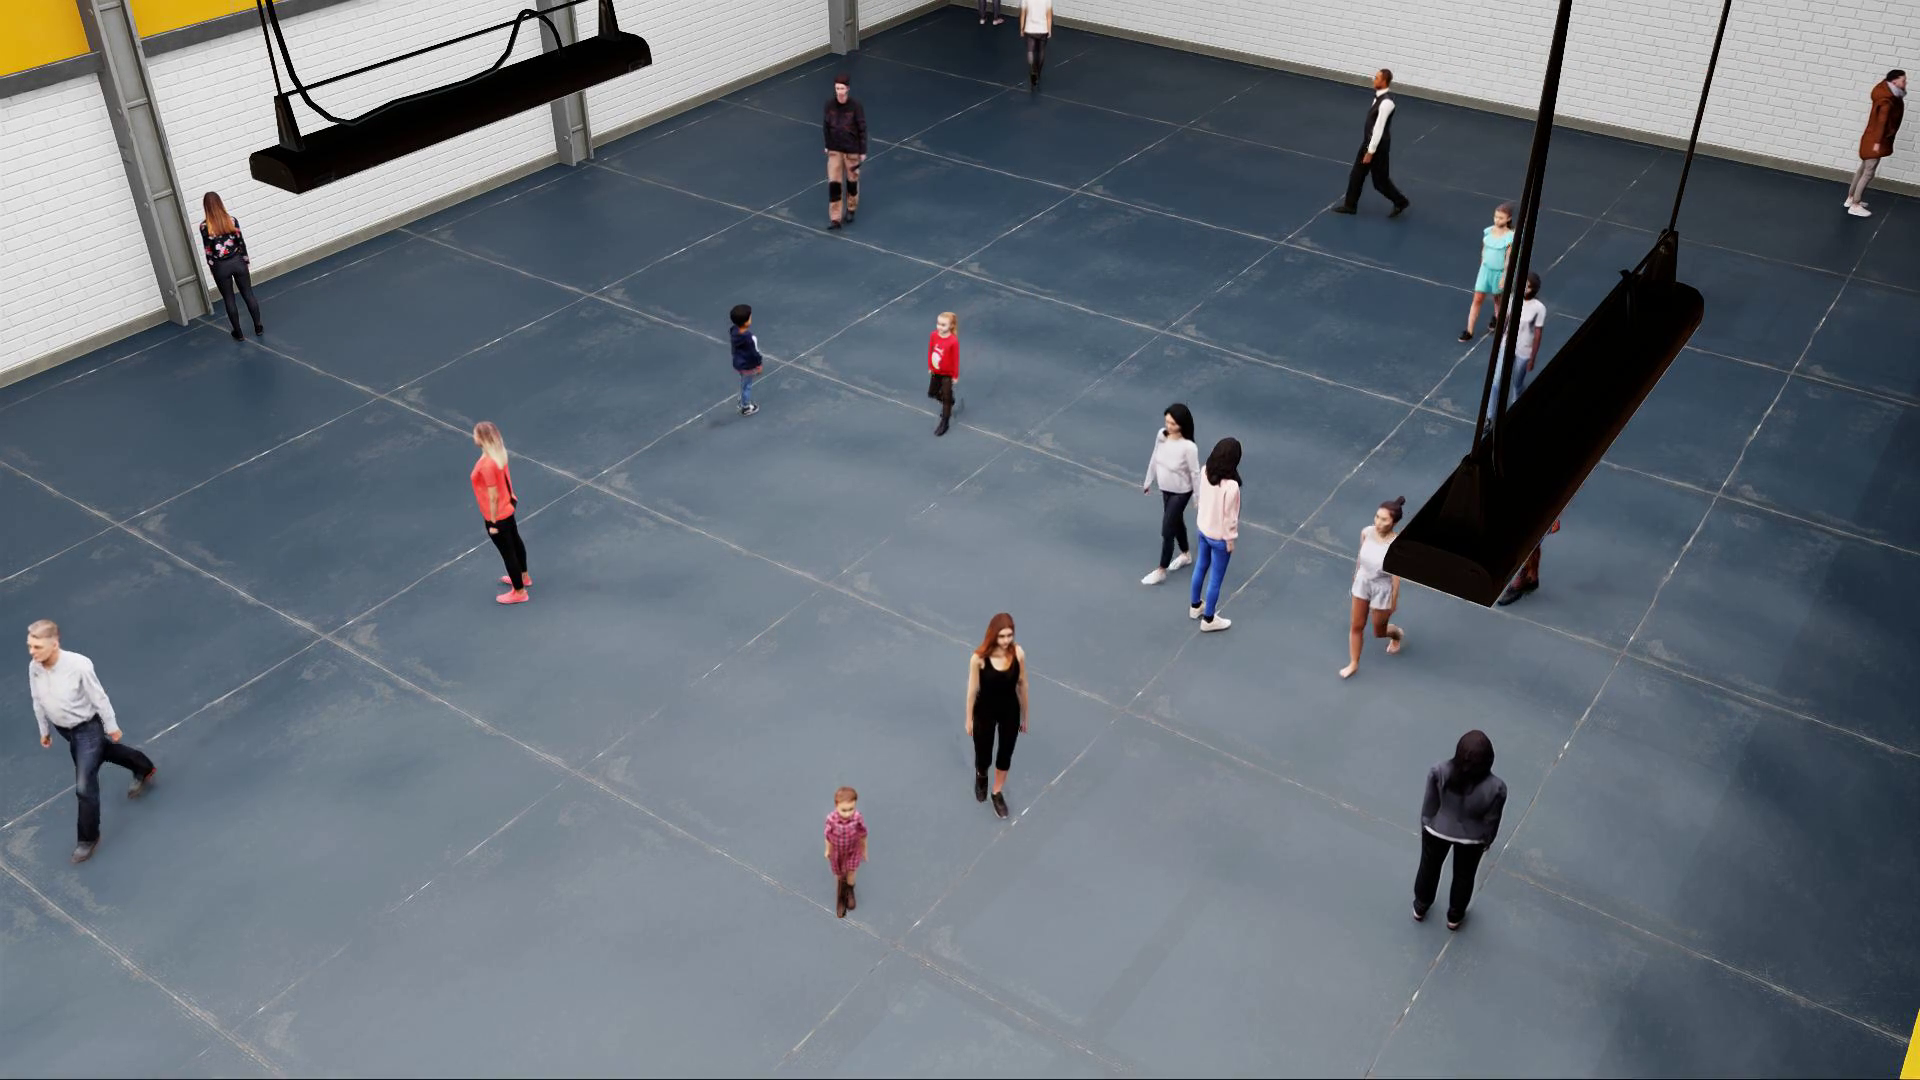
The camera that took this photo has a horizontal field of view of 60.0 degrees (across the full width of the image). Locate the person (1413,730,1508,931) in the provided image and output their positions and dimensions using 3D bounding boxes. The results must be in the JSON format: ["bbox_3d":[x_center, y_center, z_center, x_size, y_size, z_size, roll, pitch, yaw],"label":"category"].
[{"bbox_3d":[3.235,1.876,10.849,0.714,1.595,0.721,13,36,18],"label":"person"}]

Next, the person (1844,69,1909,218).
[{"bbox_3d":[11.585,-5.048,21.047,0.836,1.838,0.714,11,35,16],"label":"person"}]

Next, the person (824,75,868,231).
[{"bbox_3d":[-1.411,-4.870,20.725,1.025,1.899,1.198,4,34,6],"label":"person"}]

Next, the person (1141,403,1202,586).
[{"bbox_3d":[1.917,-0.458,14.291,0.956,1.673,0.809,-20,38,-27],"label":"person"}]

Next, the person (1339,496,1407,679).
[{"bbox_3d":[3.324,0.357,13.136,0.900,1.594,0.692,-25,41,-32],"label":"person"}]

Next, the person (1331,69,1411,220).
[{"bbox_3d":[5.298,-4.910,20.790,1.173,1.893,1.241,1,34,1],"label":"person"}]

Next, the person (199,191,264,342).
[{"bbox_3d":[-7.950,-2.988,18.088,0.561,1.683,0.703,-20,39,-28],"label":"person"}]

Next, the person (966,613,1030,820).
[{"bbox_3d":[0.245,1.182,11.779,0.748,1.721,0.809,-7,34,-11],"label":"person"}]

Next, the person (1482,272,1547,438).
[{"bbox_3d":[5.507,-1.852,16.385,0.599,1.676,1.092,22,39,29],"label":"person"}]

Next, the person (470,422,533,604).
[{"bbox_3d":[-3.847,-0.243,13.949,0.739,1.693,0.652,-1,34,-2],"label":"person"}]

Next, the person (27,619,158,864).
[{"bbox_3d":[-6.089,1.254,11.625,0.926,1.773,1.278,9,35,13],"label":"person"}]

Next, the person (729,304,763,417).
[{"bbox_3d":[-2.208,-1.787,16.702,0.544,1.217,0.569,-27,42,-34],"label":"person"}]

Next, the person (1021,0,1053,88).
[{"bbox_3d":[1.155,-7.730,25.205,0.966,1.702,1.106,0,34,1],"label":"person"}]

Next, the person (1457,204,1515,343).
[{"bbox_3d":[5.872,-2.926,18.142,0.678,1.520,1.091,29,43,36],"label":"person"}]

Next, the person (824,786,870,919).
[{"bbox_3d":[-0.765,2.024,11.148,0.549,1.018,0.608,-3,34,-5],"label":"person"}]

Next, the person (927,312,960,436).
[{"bbox_3d":[-0.134,-1.693,16.507,0.509,1.276,0.666,20,38,27],"label":"person"}]

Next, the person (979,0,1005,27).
[{"bbox_3d":[0.502,-9.579,27.878,0.757,1.822,0.696,10,35,14],"label":"person"}]

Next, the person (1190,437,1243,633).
[{"bbox_3d":[2.082,-0.052,13.594,0.728,1.767,0.721,-13,36,-19],"label":"person"}]
